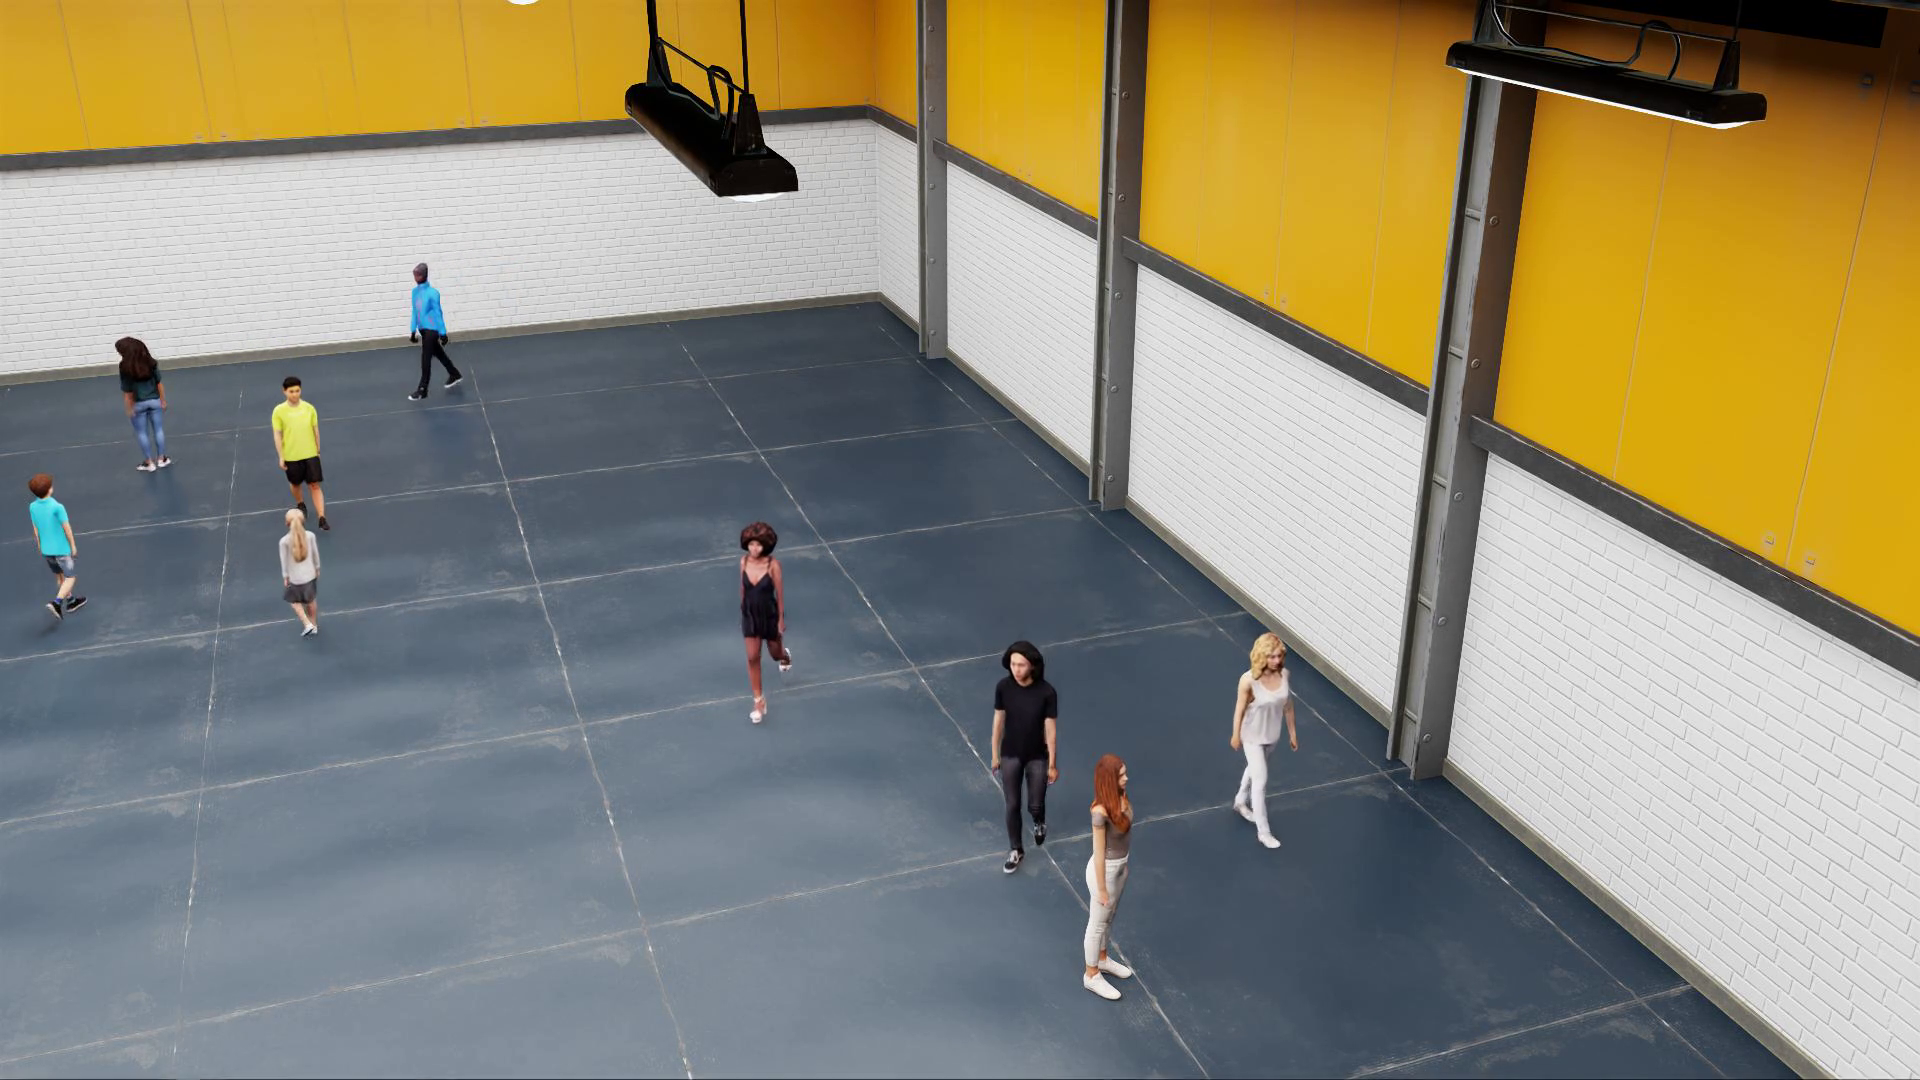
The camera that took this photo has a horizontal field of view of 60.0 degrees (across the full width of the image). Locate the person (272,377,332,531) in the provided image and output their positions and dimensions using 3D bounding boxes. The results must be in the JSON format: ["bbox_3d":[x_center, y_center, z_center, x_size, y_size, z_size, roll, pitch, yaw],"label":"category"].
[{"bbox_3d":[-7.134,-0.947,17.890,0.729,1.662,1.147,-12,26,-26],"label":"person"}]

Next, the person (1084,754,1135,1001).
[{"bbox_3d":[0.948,2.141,10.748,0.714,1.724,0.651,10,26,22],"label":"person"}]

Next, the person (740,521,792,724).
[{"bbox_3d":[-1.651,0.645,14.118,0.894,1.765,1.074,5,24,12],"label":"person"}]

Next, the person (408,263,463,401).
[{"bbox_3d":[-6.922,-2.768,21.947,1.183,1.748,1.148,14,27,29],"label":"person"}]

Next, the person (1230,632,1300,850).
[{"bbox_3d":[2.223,1.416,12.511,0.689,1.639,0.961,-13,27,-28],"label":"person"}]

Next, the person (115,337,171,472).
[{"bbox_3d":[-9.535,-1.616,19.486,0.713,1.608,0.720,-12,26,-25],"label":"person"}]

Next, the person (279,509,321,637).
[{"bbox_3d":[-6.113,0.324,15.471,0.638,1.270,0.700,-21,31,-39],"label":"person"}]

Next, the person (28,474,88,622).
[{"bbox_3d":[-8.639,0.080,15.820,0.767,1.438,0.913,4,24,9],"label":"person"}]

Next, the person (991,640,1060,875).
[{"bbox_3d":[0.499,1.516,12.059,0.862,1.819,0.925,8,25,17],"label":"person"}]
